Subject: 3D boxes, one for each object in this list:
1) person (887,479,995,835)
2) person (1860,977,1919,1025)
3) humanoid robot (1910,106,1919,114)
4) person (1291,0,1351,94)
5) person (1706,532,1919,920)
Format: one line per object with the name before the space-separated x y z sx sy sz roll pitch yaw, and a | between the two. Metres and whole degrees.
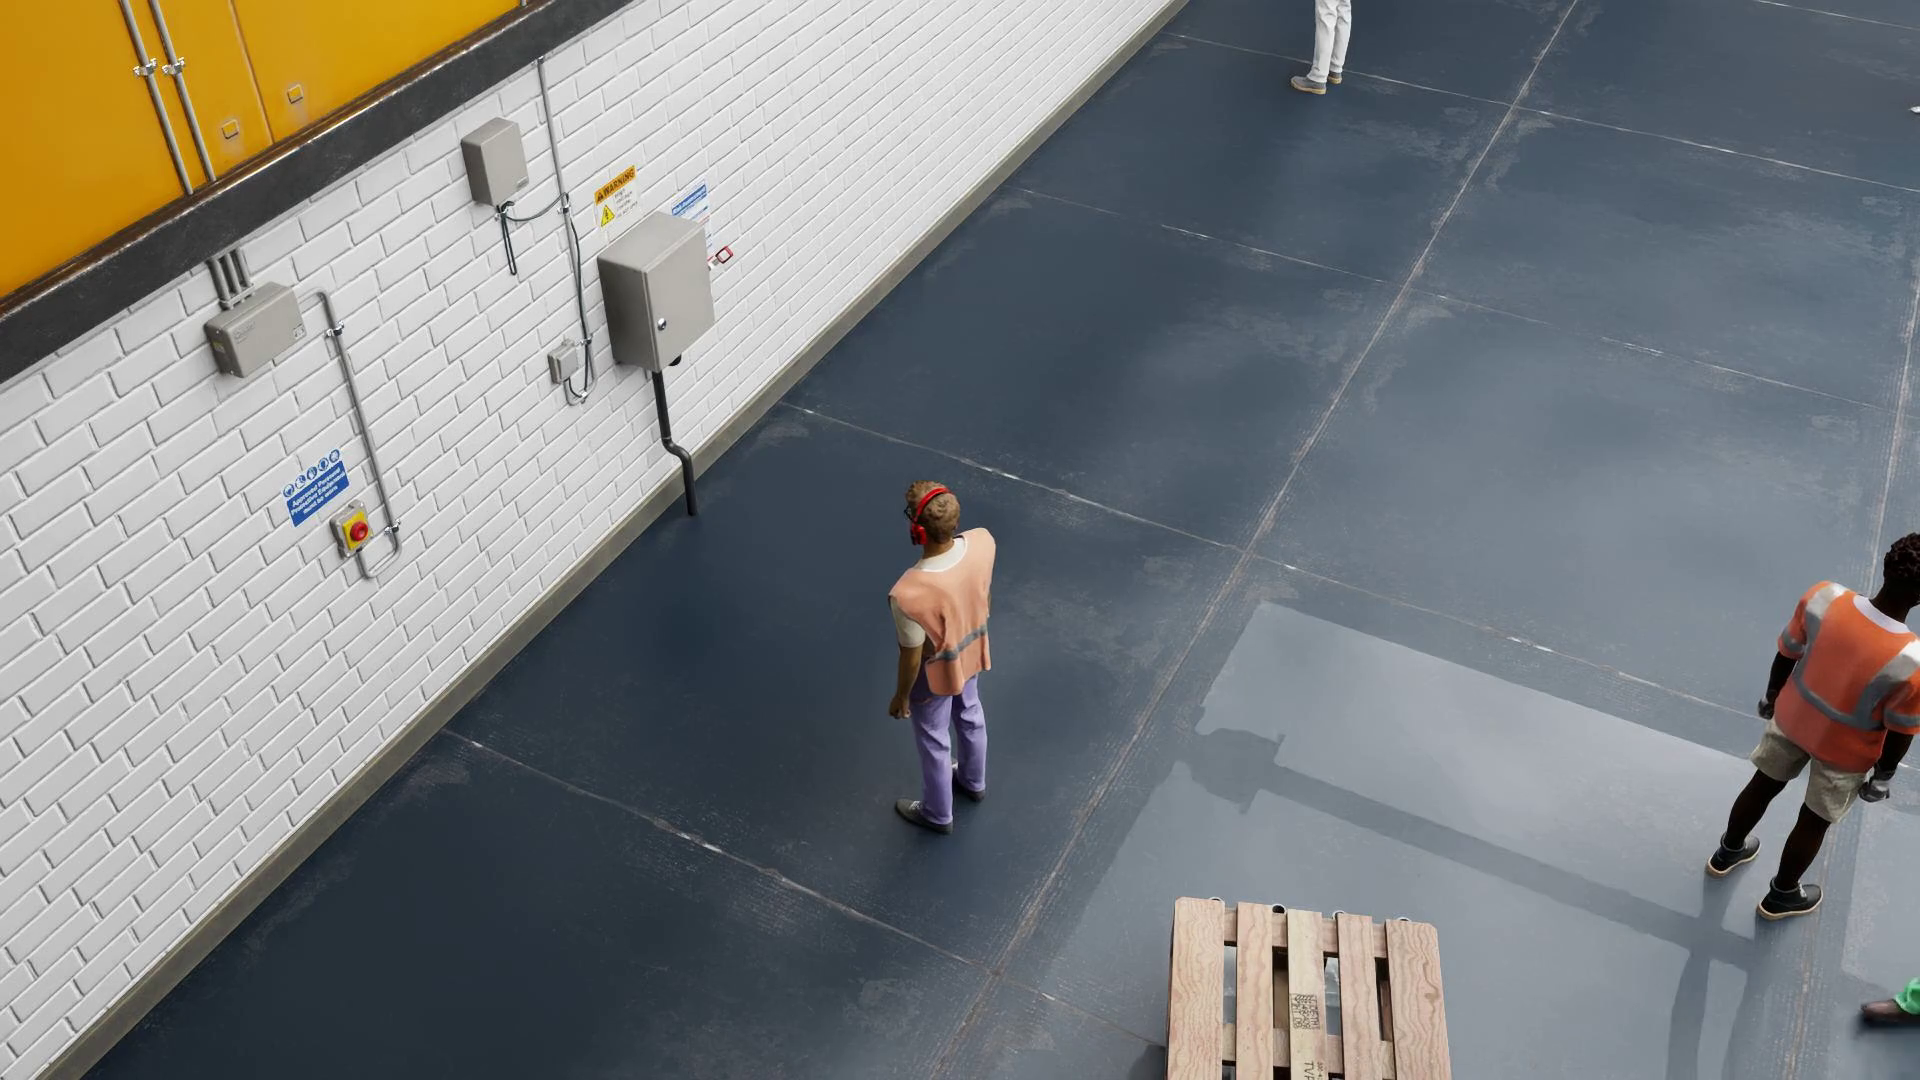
person | -0.065 0.530 7.017 0.374 1.843 0.567 29 49 30
person | 4.145 1.314 6.153 0.960 1.794 0.509 -4 41 -4
humanoid robot | 7.558 -3.901 12.318 0.742 1.896 0.542 -10 42 -12
person | 2.850 -4.329 12.621 0.356 1.884 0.574 31 50 31
person | 3.488 0.755 6.664 0.363 1.963 0.611 -20 45 -22
